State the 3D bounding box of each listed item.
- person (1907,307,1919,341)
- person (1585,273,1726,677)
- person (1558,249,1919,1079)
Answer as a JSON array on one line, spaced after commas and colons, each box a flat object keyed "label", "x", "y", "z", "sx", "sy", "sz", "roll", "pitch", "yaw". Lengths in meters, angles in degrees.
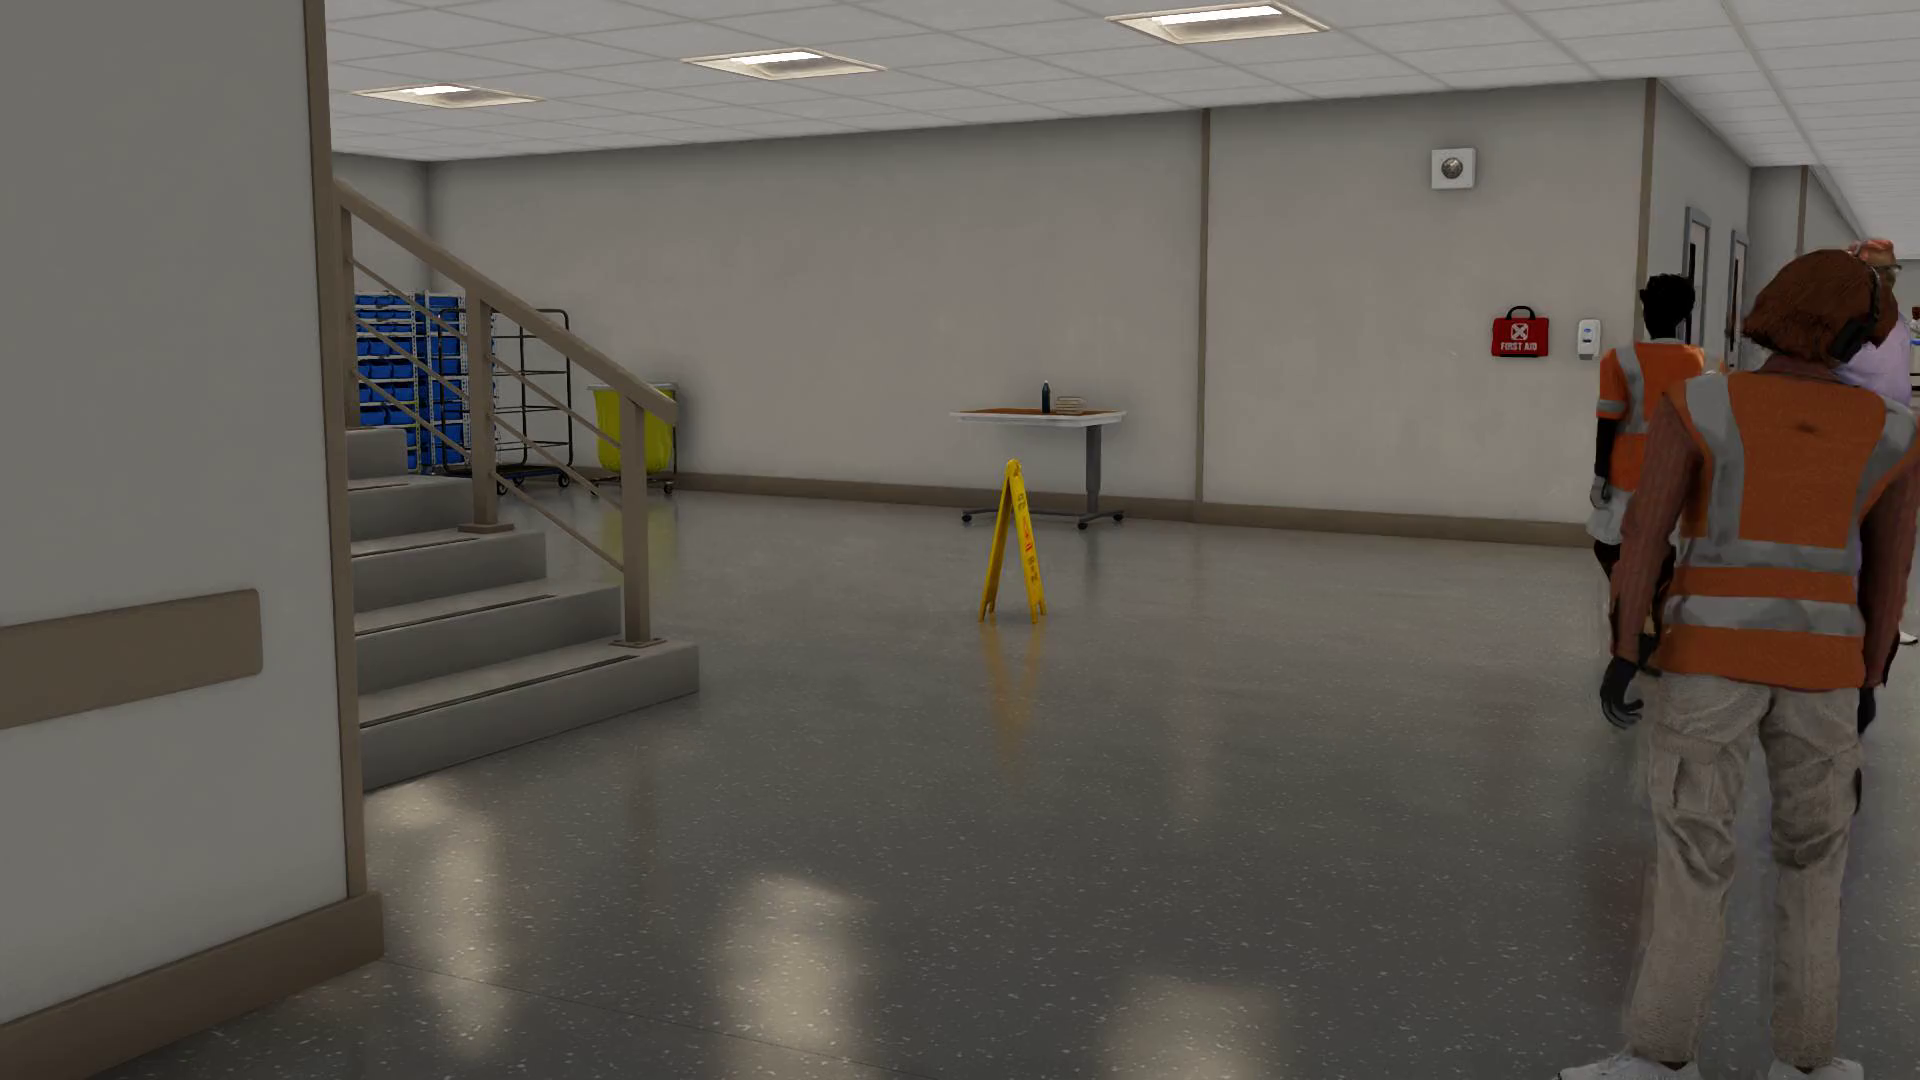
[{"label": "person", "x": 21.994, "y": -4.448, "z": 38.420, "sx": 0.350, "sy": 1.876, "sz": 0.574, "roll": 4, "pitch": 9, "yaw": 30}, {"label": "person", "x": 2.883, "y": -0.259, "z": 6.903, "sx": 0.545, "sy": 1.680, "sz": 0.375, "roll": 0, "pitch": 7, "yaw": 0}, {"label": "person", "x": 1.457, "y": 0.265, "z": 3.150, "sx": 0.644, "sy": 1.611, "sz": 0.326, "roll": 1, "pitch": 7, "yaw": 5}]
